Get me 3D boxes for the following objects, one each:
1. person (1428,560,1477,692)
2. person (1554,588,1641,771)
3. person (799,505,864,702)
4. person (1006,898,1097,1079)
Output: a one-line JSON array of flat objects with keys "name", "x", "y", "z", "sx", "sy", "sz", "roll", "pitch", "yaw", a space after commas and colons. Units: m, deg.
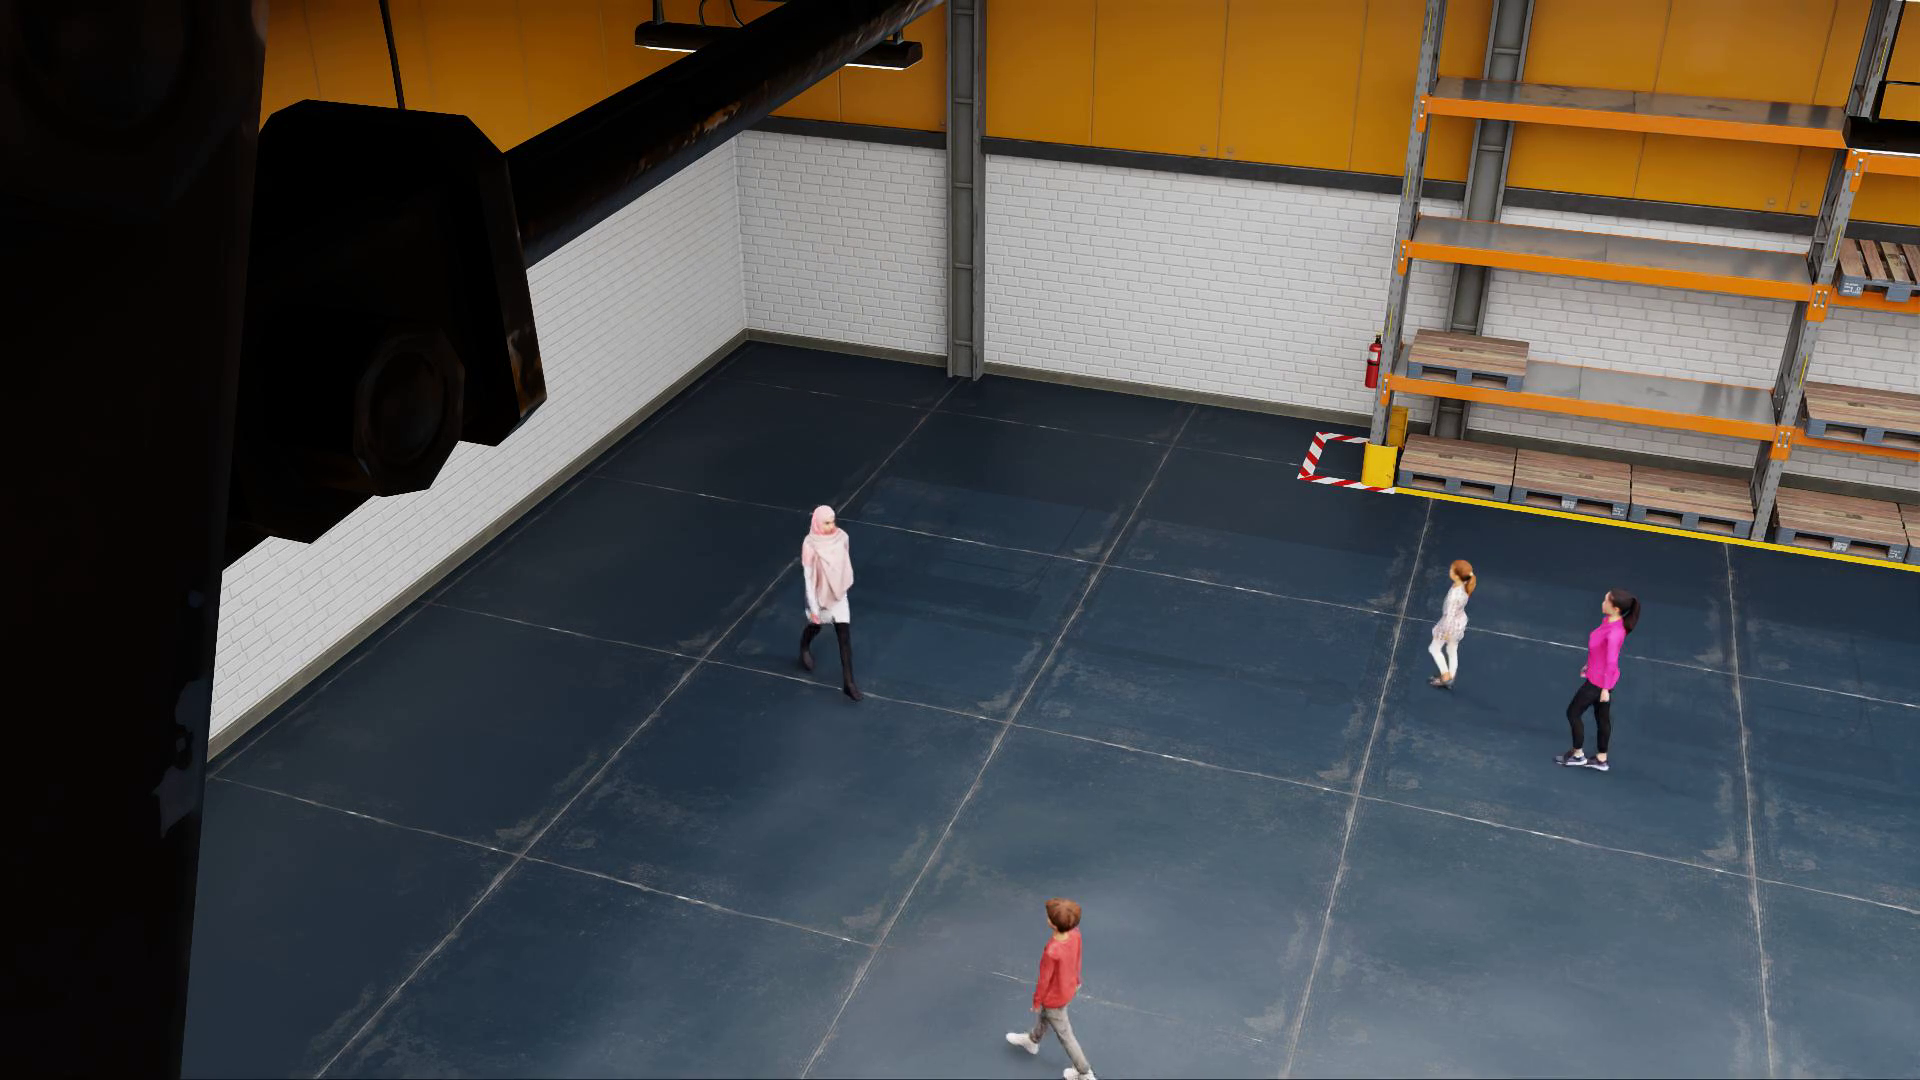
[{"name": "person", "x": 4.398, "y": 0.774, "z": 14.652, "sx": 0.638, "sy": 1.300, "sz": 0.613, "roll": 24, "pitch": 37, "yaw": 37}, {"name": "person", "x": 5.314, "y": 1.166, "z": 13.534, "sx": 0.656, "sy": 1.682, "sz": 0.590, "roll": 11, "pitch": 31, "yaw": 20}, {"name": "person", "x": -1.241, "y": 0.505, "z": 14.668, "sx": 1.124, "sy": 1.758, "sz": 1.262, "roll": -16, "pitch": 33, "yaw": -28}, {"name": "person", "x": 0.683, "y": 2.917, "z": 10.637, "sx": 0.974, "sy": 1.383, "sz": 0.659, "roll": 17, "pitch": 33, "yaw": 29}]
